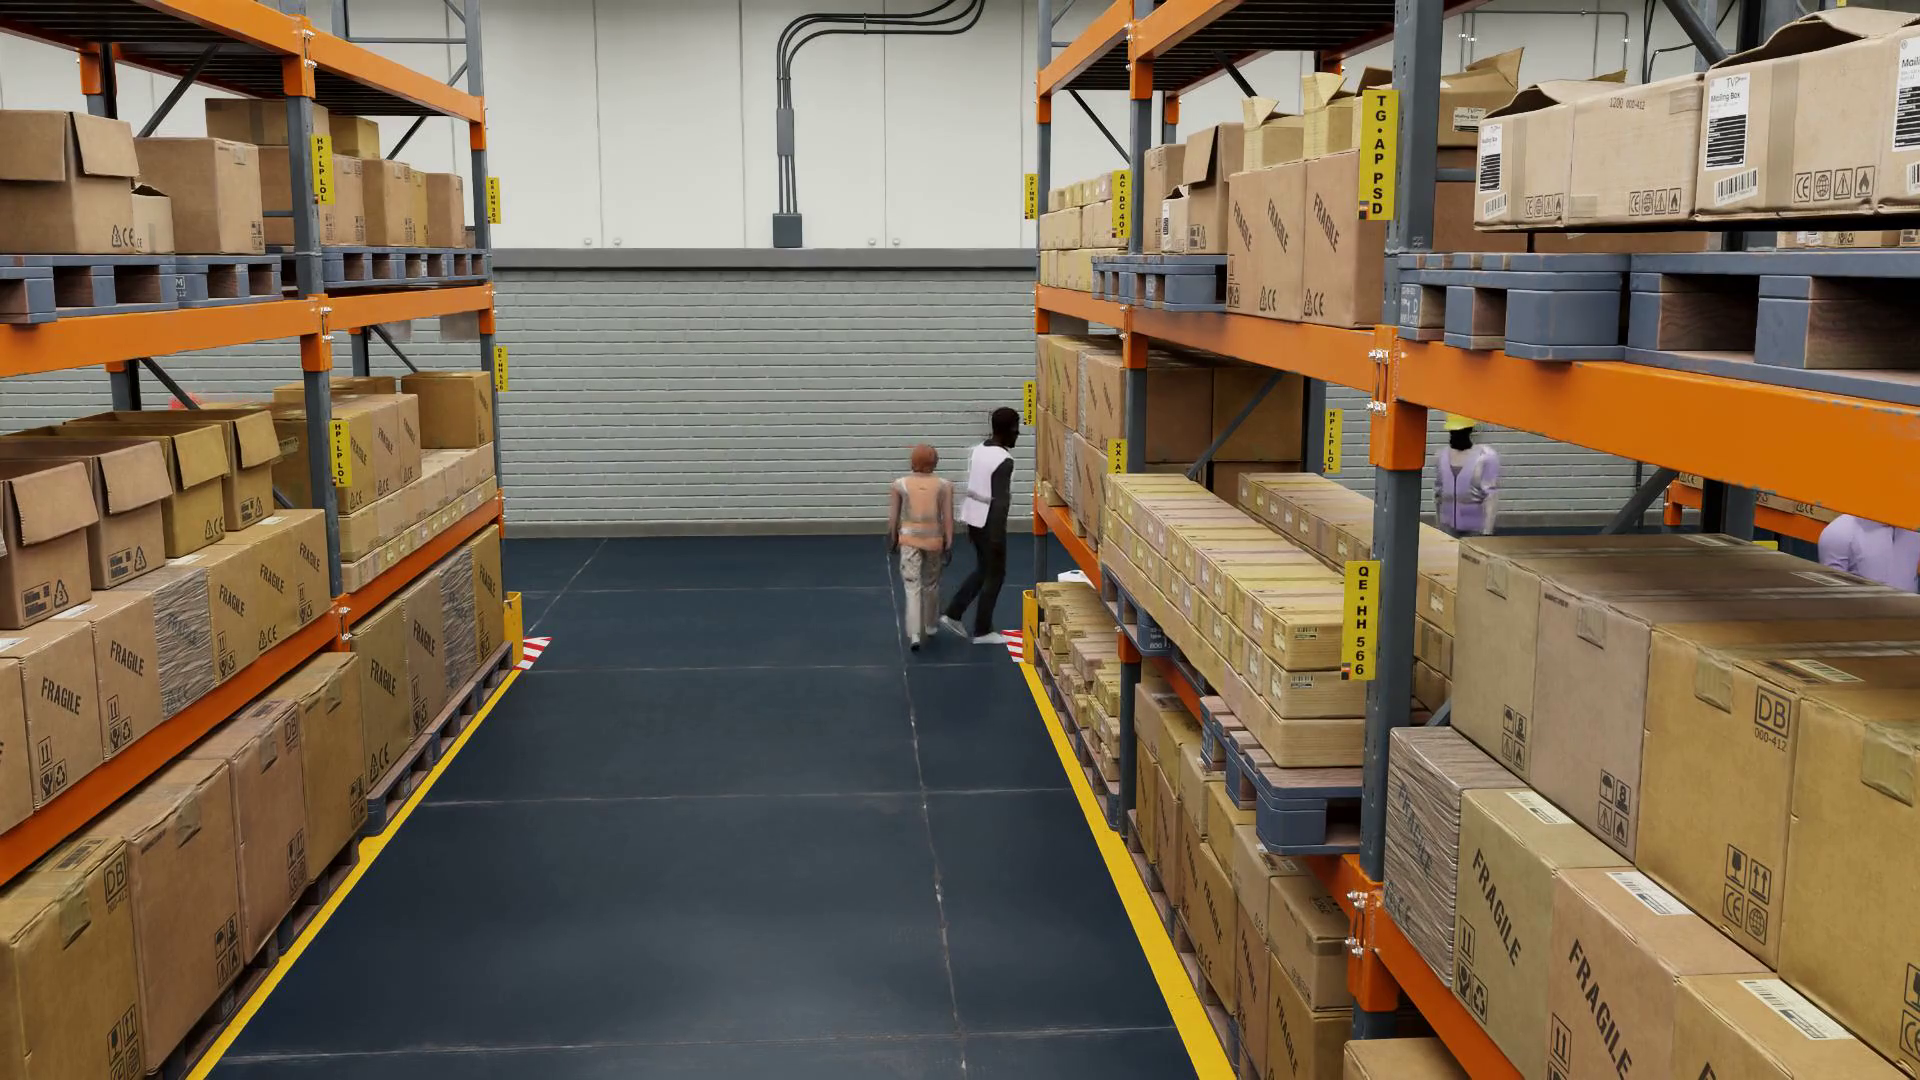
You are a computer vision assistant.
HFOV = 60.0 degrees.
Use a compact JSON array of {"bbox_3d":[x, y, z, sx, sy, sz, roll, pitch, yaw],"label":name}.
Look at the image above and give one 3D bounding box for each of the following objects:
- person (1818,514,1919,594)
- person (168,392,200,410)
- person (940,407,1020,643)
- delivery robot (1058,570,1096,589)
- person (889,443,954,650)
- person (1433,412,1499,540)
[{"bbox_3d":[5.080,0.524,9.264,0.652,1.904,0.402,-3,10,-15],"label":"person"},{"bbox_3d":[-6.643,-0.310,14.225,0.953,1.890,0.552,0,10,-1],"label":"person"},{"bbox_3d":[0.189,-0.103,13.008,0.555,1.886,0.628,-3,10,-20],"label":"person"},{"bbox_3d":[1.156,0.399,13.687,0.707,0.478,0.477,7,12,38],"label":"delivery robot"},{"bbox_3d":[-0.300,0.048,13.020,0.515,1.598,0.875,0,10,-3],"label":"person"},{"bbox_3d":[4.088,-0.161,13.342,0.727,1.897,0.599,-9,13,-43],"label":"person"}]
